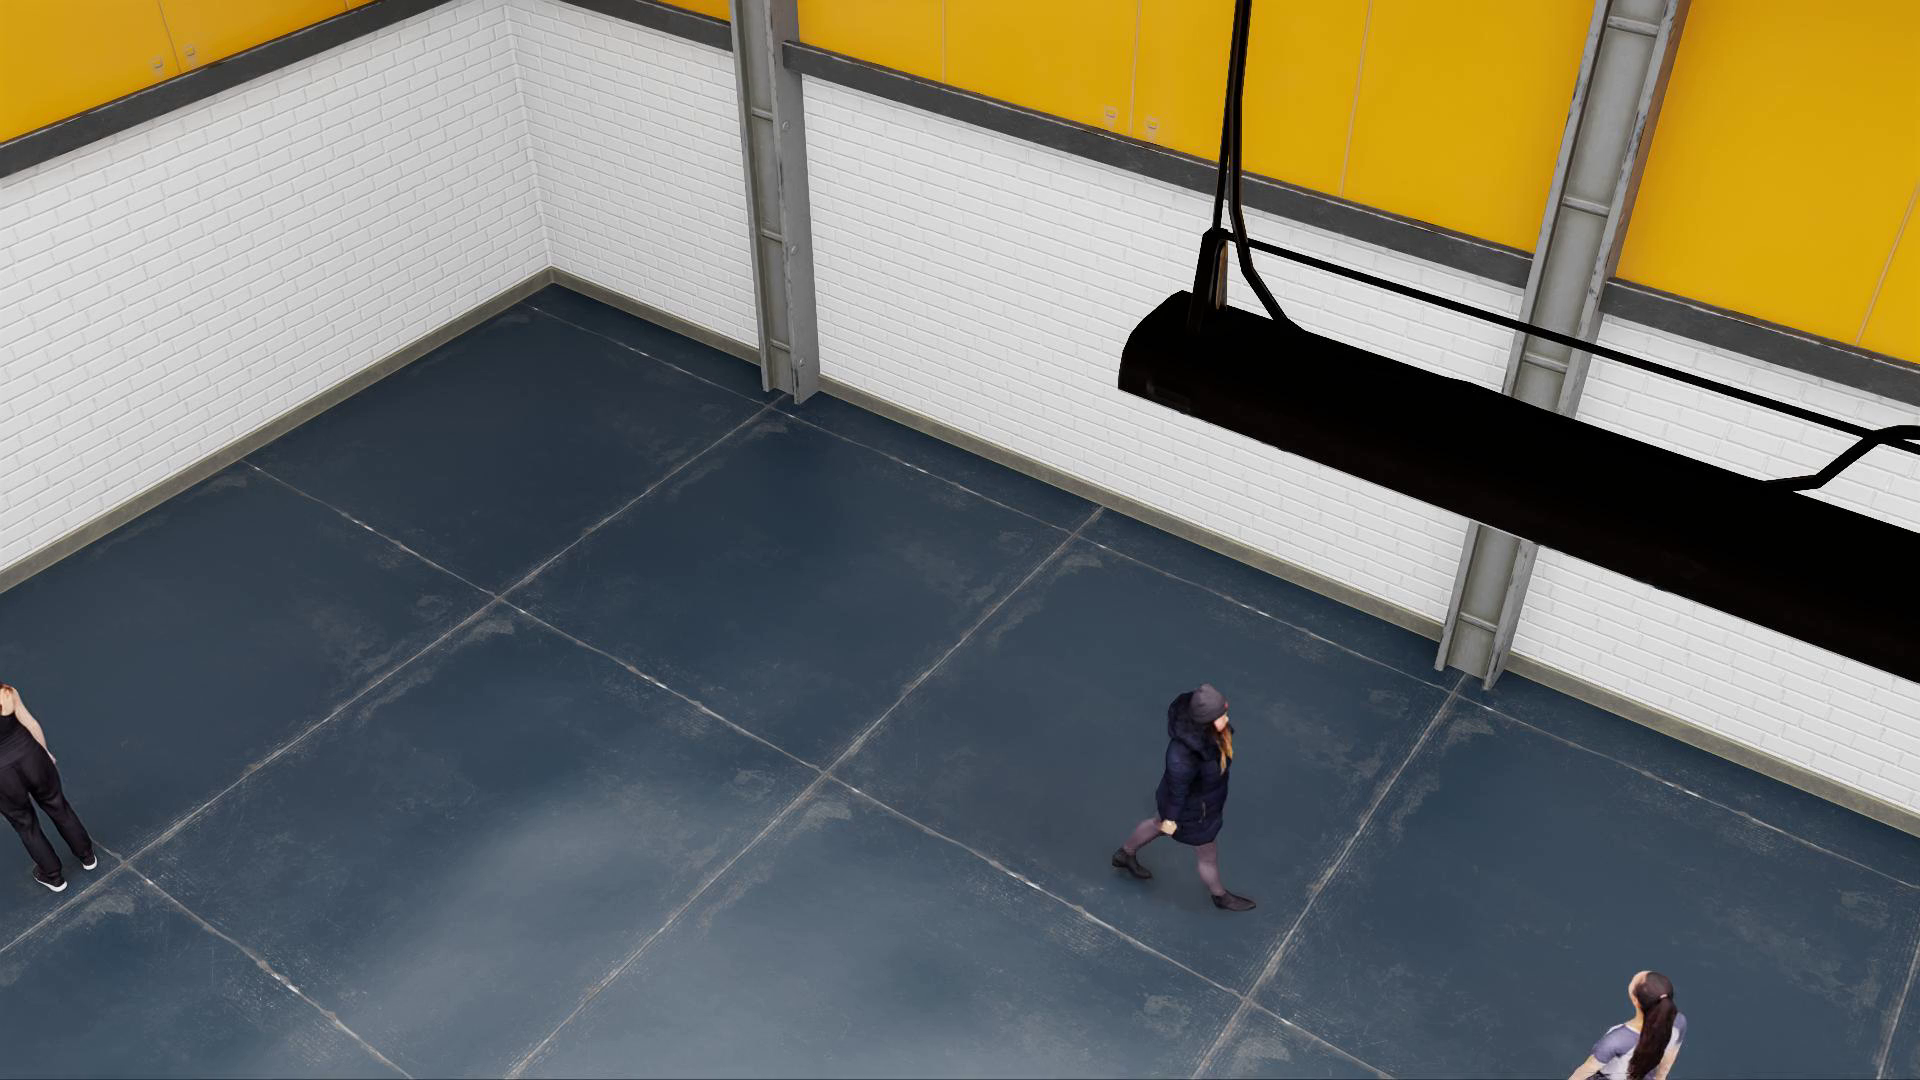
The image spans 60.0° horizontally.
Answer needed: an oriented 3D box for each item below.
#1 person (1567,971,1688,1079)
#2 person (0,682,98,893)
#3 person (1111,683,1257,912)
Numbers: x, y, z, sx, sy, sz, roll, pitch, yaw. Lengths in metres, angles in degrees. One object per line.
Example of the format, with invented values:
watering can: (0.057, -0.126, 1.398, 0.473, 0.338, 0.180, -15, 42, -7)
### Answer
person: (3.152, 2.657, 7.834, 0.756, 1.637, 0.807, -13, 40, -15)
person: (-5.368, 1.305, 9.441, 0.518, 1.746, 0.597, 27, 46, 29)
person: (1.210, 1.436, 9.368, 1.174, 1.632, 0.827, 15, 41, 17)
